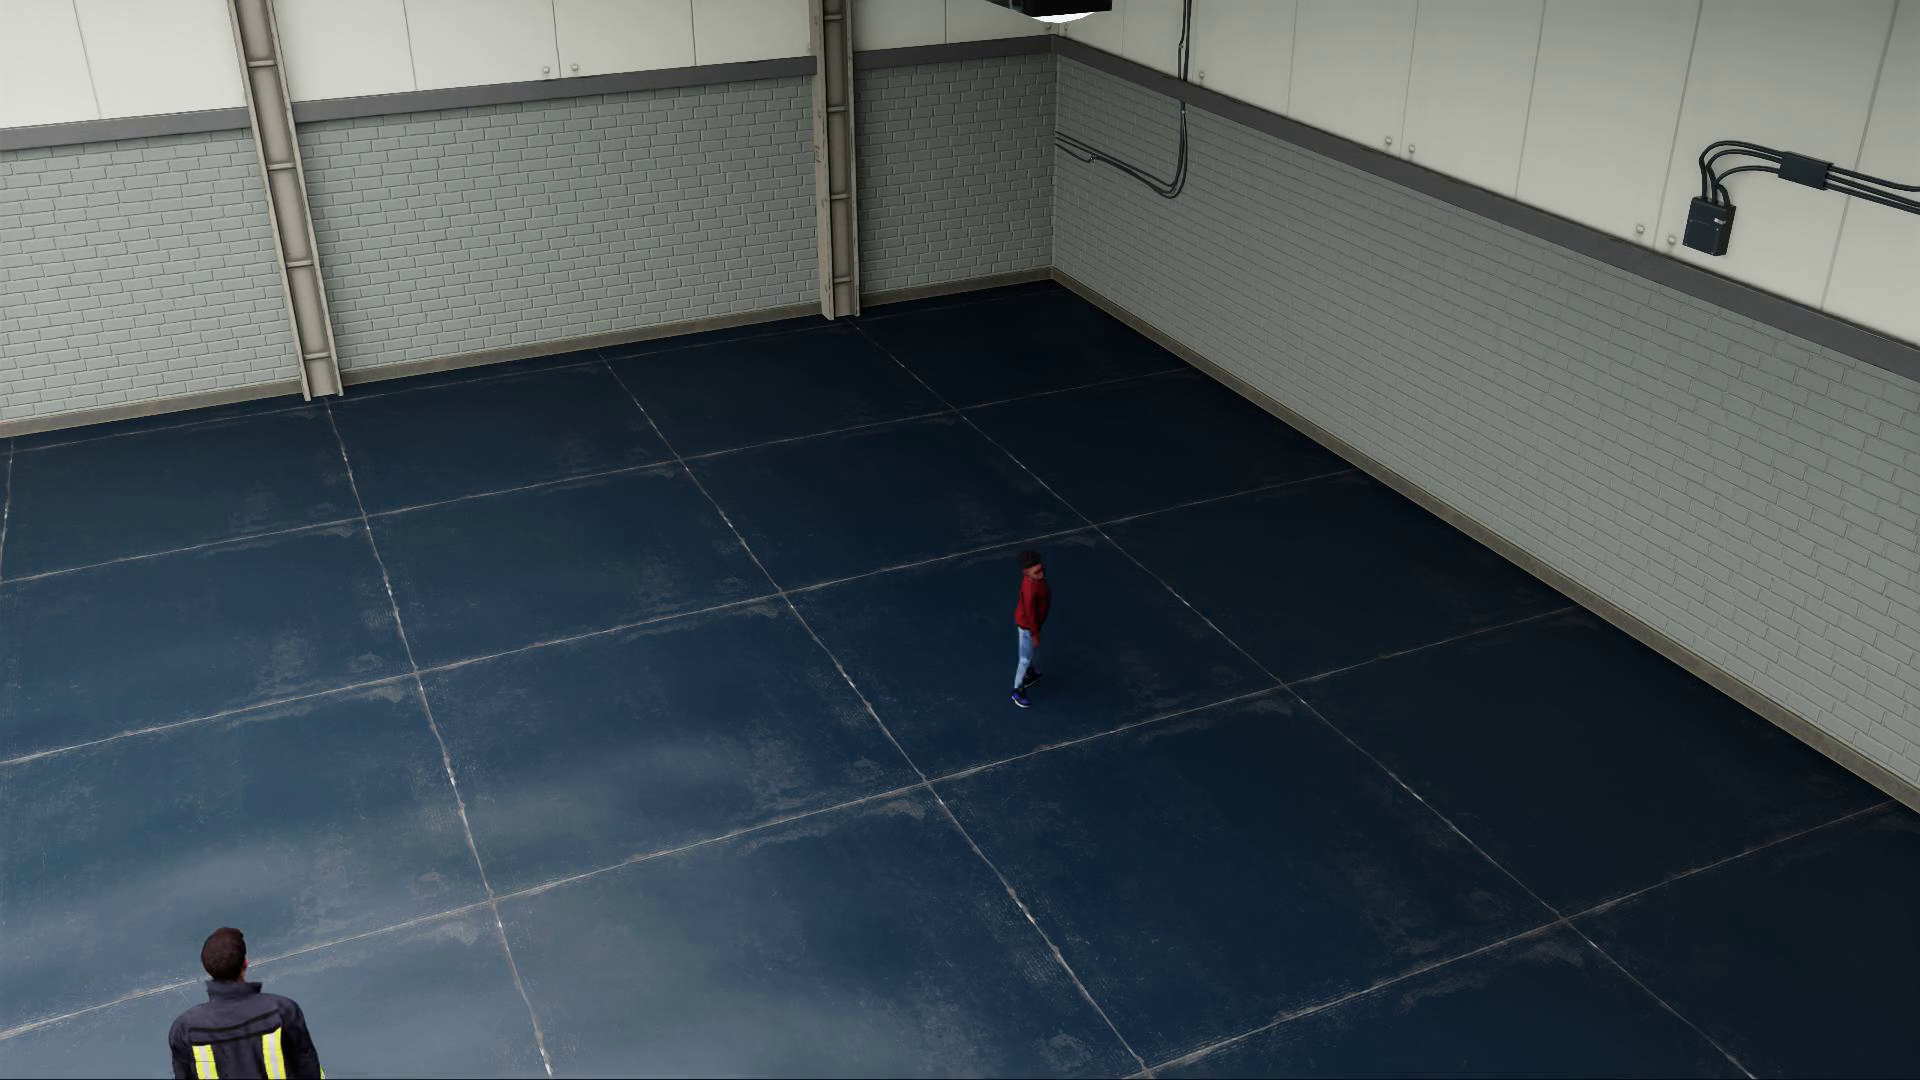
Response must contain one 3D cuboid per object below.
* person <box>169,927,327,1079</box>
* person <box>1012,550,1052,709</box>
[{"bbox_3d":[-3.237,2.671,7.623,0.618,1.912,0.857,-10,29,-19],"label":"person"},{"bbox_3d":[0.516,0.585,12.410,0.682,1.240,0.713,-6,28,-11],"label":"person"}]
